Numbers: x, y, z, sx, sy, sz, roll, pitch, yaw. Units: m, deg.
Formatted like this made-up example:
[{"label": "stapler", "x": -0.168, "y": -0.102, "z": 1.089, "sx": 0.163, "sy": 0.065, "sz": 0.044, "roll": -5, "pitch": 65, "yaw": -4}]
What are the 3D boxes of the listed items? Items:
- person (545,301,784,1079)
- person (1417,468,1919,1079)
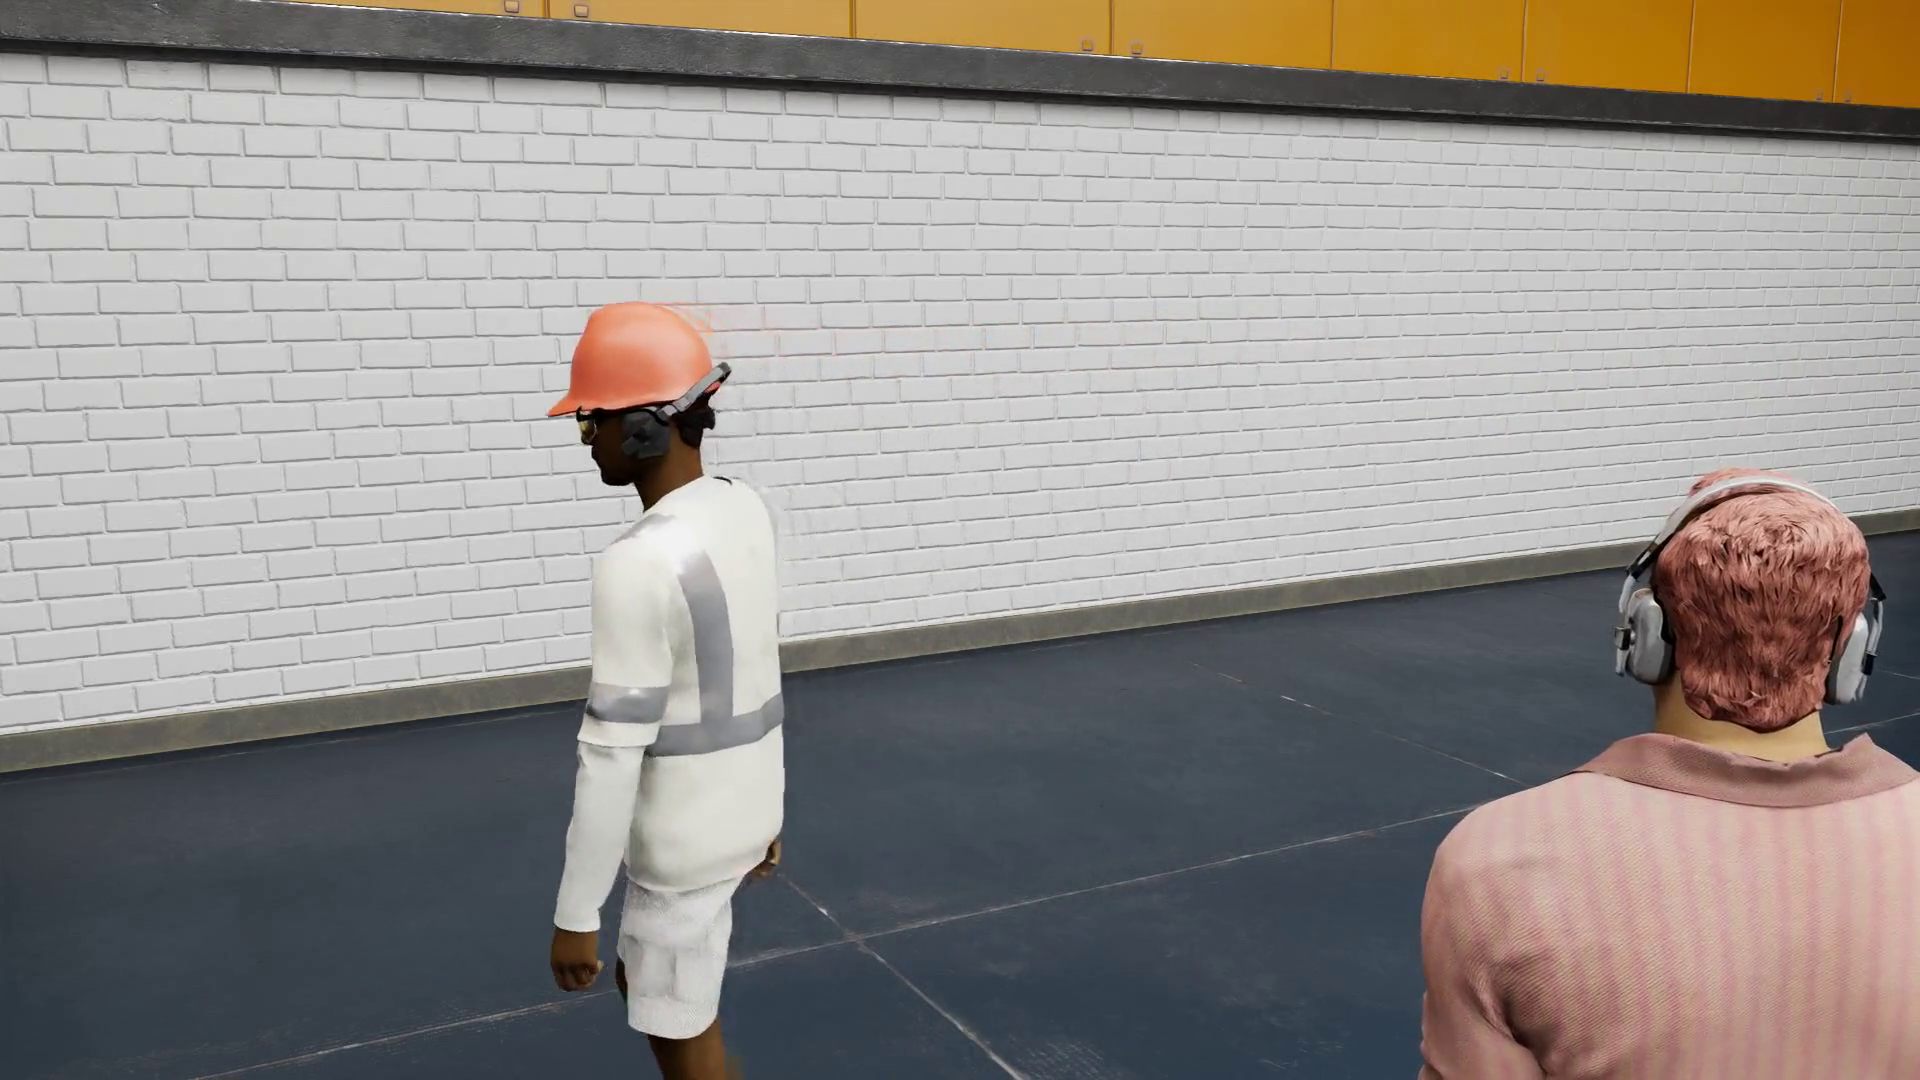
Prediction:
[{"label": "person", "x": -0.603, "y": 0.565, "z": 3.203, "sx": 0.516, "sy": 2.030, "sz": 0.648, "roll": 2, "pitch": 10, "yaw": 12}, {"label": "person", "x": 0.784, "y": 0.875, "z": 1.787, "sx": 0.639, "sy": 1.911, "sz": 0.406, "roll": 1, "pitch": 10, "yaw": 7}]
